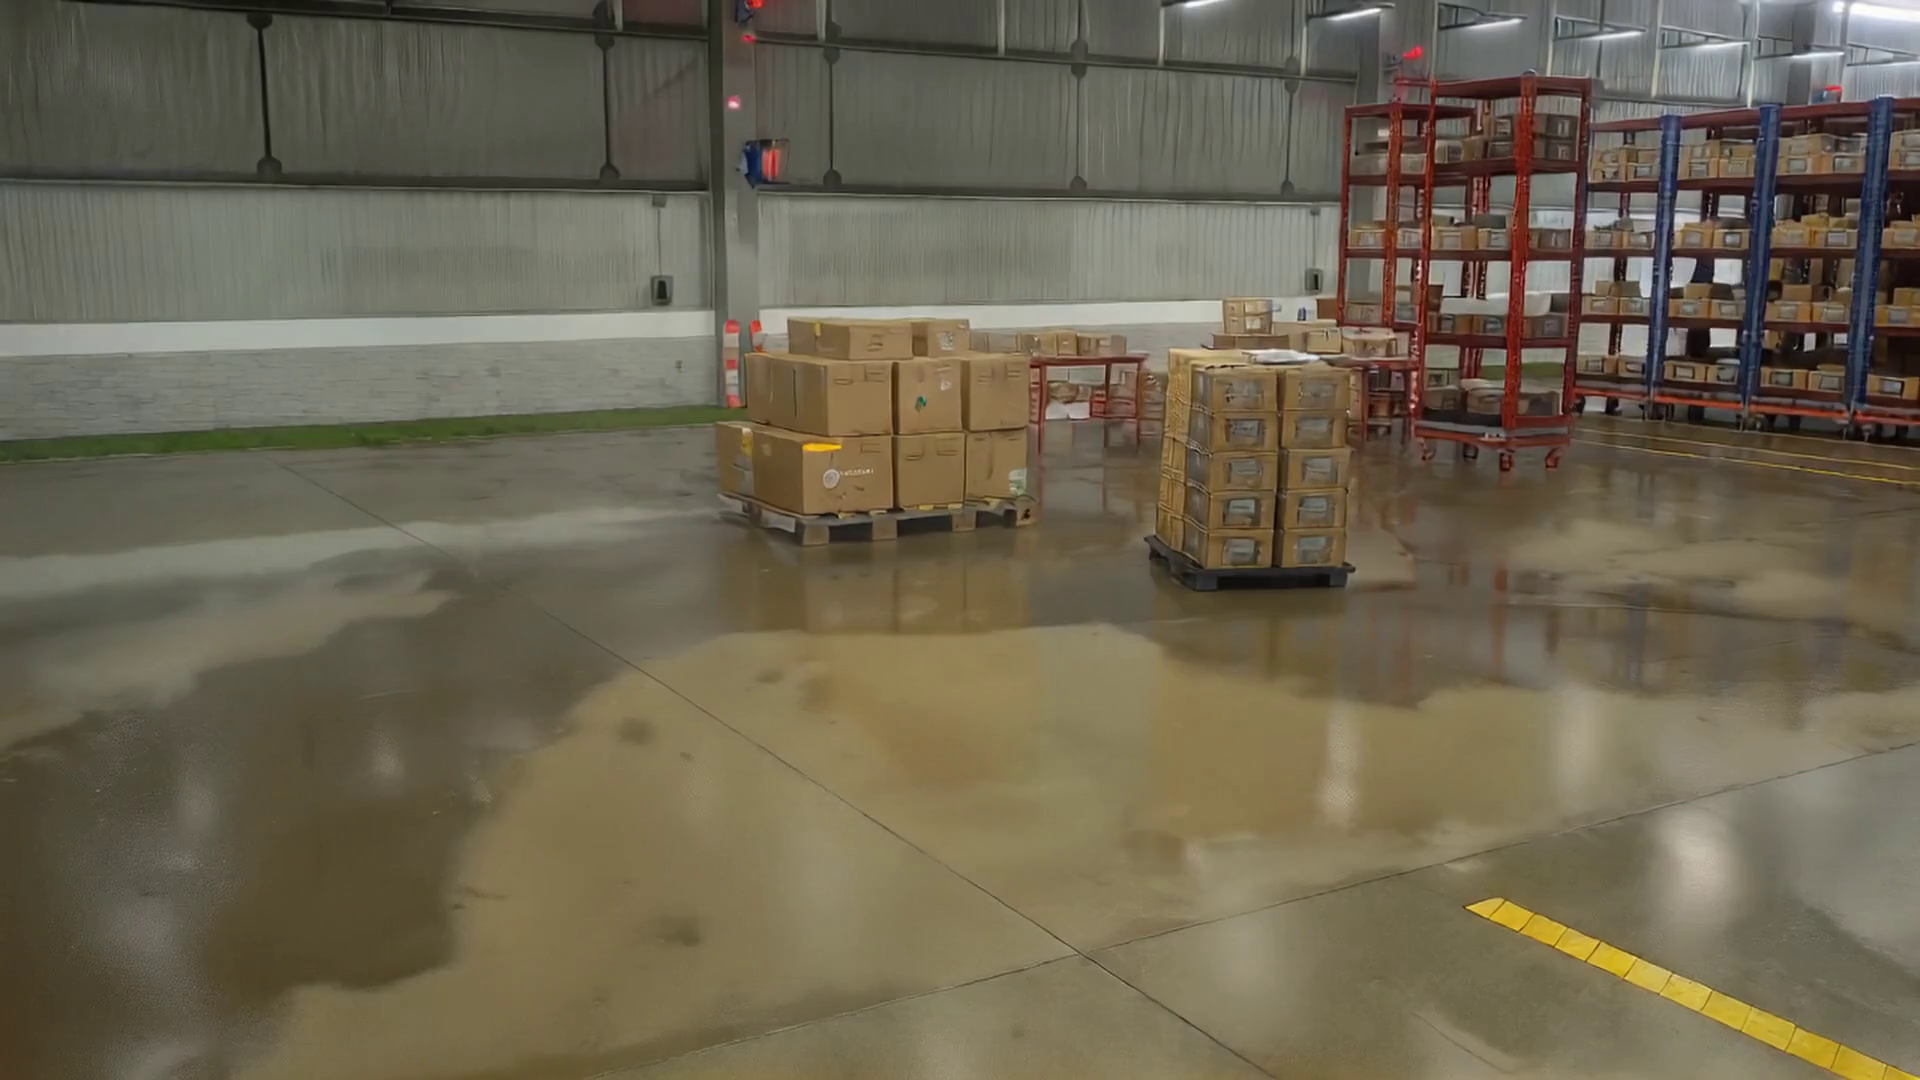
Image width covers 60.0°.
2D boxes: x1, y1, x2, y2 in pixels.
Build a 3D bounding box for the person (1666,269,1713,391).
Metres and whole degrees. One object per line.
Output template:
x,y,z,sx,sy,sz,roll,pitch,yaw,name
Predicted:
10.042,-2.839,22.799,0.771,1.797,0.635,-3,11,-18,person
